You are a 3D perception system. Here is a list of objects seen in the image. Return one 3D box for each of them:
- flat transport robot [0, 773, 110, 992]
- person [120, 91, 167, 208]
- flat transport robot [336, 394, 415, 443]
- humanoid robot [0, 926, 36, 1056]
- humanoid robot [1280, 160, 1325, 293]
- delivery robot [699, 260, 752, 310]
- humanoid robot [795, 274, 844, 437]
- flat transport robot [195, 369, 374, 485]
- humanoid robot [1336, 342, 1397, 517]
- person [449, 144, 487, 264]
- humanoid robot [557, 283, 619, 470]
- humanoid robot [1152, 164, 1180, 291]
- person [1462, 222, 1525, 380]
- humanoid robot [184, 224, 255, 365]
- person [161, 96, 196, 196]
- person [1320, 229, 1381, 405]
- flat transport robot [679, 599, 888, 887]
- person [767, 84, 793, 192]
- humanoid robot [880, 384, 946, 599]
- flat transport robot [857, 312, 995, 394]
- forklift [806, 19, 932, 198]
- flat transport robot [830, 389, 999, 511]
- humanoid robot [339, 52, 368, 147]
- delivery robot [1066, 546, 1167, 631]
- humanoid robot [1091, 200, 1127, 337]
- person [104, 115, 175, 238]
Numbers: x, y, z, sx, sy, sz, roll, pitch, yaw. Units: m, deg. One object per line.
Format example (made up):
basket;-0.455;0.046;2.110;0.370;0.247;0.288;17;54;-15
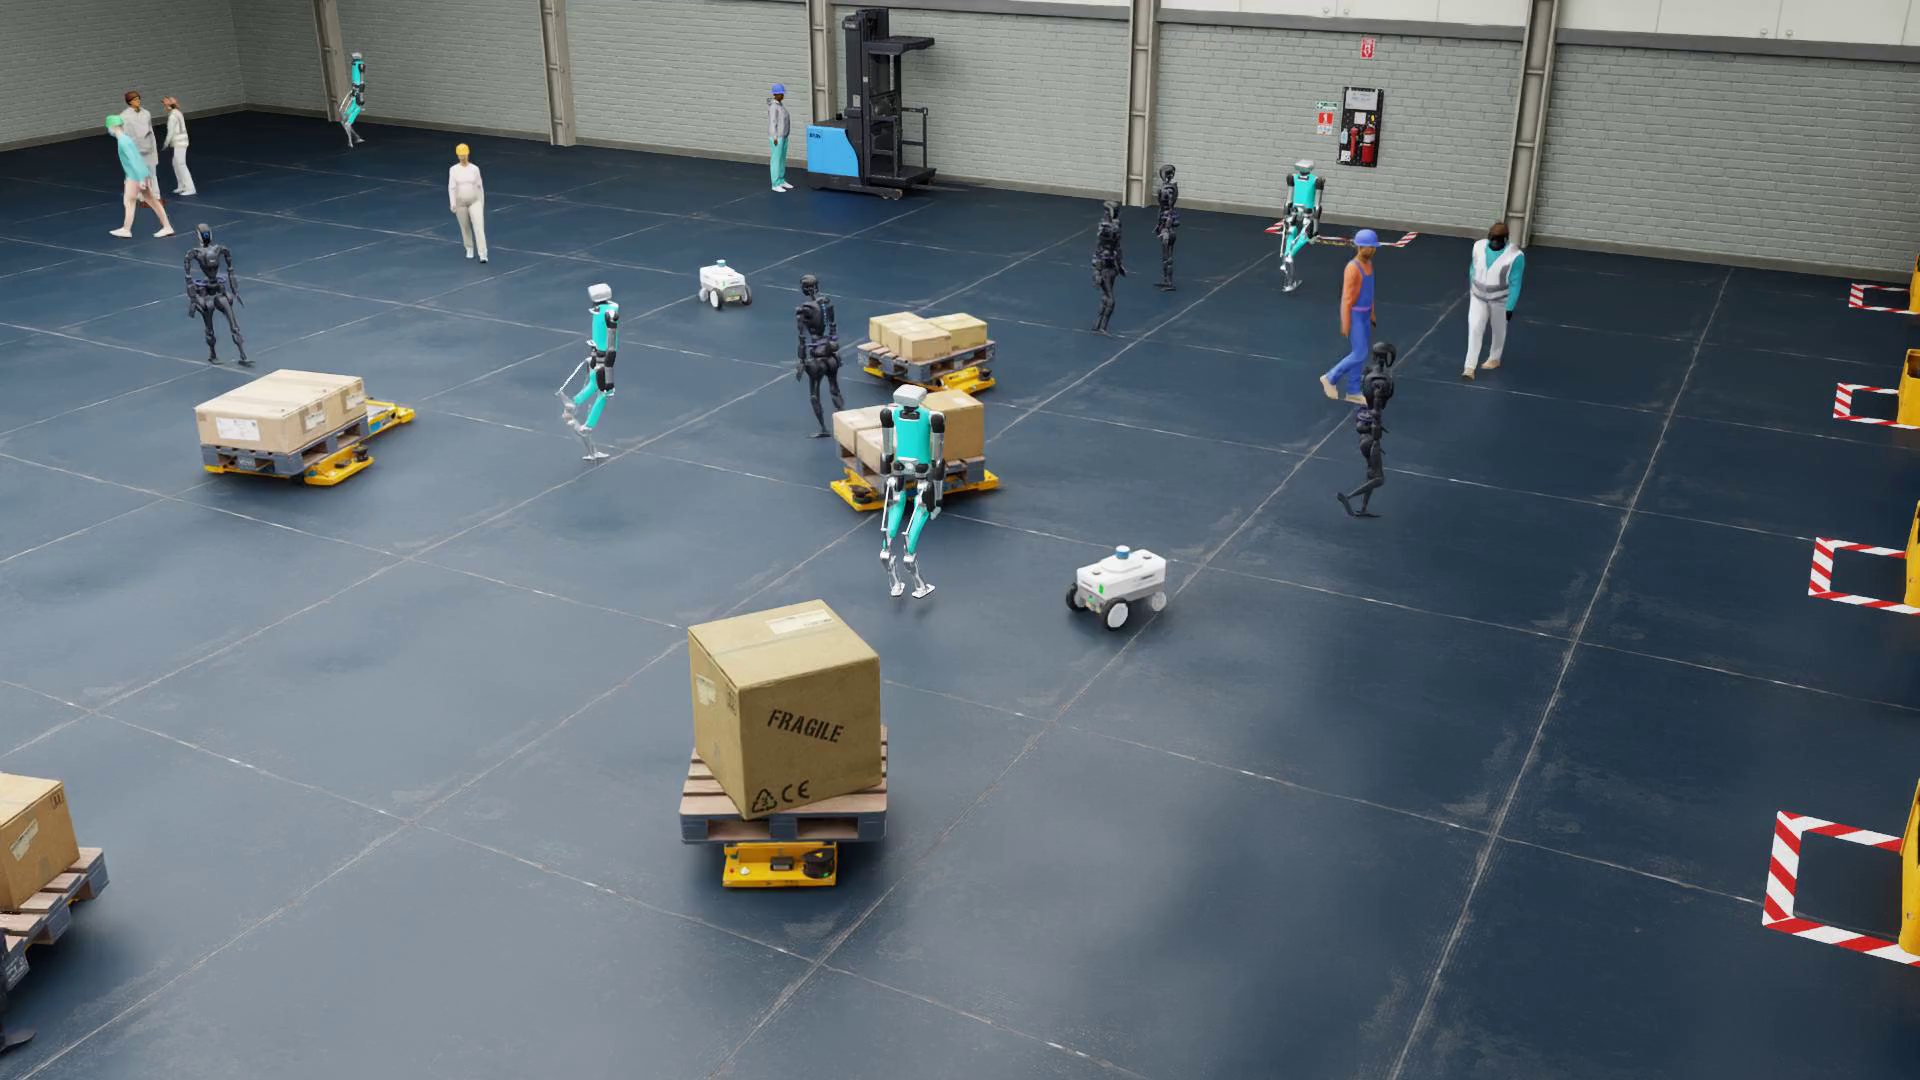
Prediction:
flat transport robot;-5.434;2.190;9.065;0.659;0.231;1.431;1;23;3
person;-13.221;-6.317;26.888;0.365;1.836;0.512;16;28;33
flat transport robot;-6.239;-1.141;16.818;0.659;0.231;1.431;8;25;19
humanoid robot;-4.929;1.815;8.161;0.603;1.656;0.316;14;27;29
humanoid robot;4.361;-4.017;21.663;0.539;1.766;0.922;18;29;36
delivery robot;-3.063;-3.303;21.497;0.522;0.601;0.772;-15;27;-31
humanoid robot;-1.379;-1.846;16.690;0.438;1.640;0.613;16;28;33
flat transport robot;-6.444;-0.782;15.983;1.431;0.231;0.659;7;24;15
humanoid robot;3.591;-0.961;14.618;0.392;1.650;0.608;5;24;11
person;-6.925;-4.728;23.401;0.462;1.654;0.885;-5;24;-13
humanoid robot;-3.569;-1.477;15.865;0.733;1.892;0.537;-11;26;-24
humanoid robot;2.729;-4.135;21.992;0.315;1.653;0.599;-2;23;-4
person;5.907;-2.671;18.483;0.630;1.758;1.014;16;28;32
humanoid robot;-8.440;-2.768;18.845;0.658;1.632;0.610;20;30;38
person;-13.069;-6.552;27.696;0.440;1.622;0.534;-7;24;-16
person;4.191;-2.346;17.562;0.470;1.893;0.523;15;28;31
flat transport robot;-1.050;1.667;10.281;0.659;0.231;1.431;-1;23;-1
person;-3.055;-6.796;28.075;0.359;1.777;0.541;6;24;13
humanoid robot;-0.440;-0.315;12.866;0.533;1.677;0.735;8;24;18
flat transport robot;-0.358;-1.882;18.545;1.431;0.231;0.659;21;31;40
forklift;-1.573;-7.292;27.850;1.873;2.768;1.129;12;26;25
flat transport robot;-0.444;-0.580;15.513;1.431;0.231;0.659;-11;26;-24
humanoid robot;-11.749;-8.400;31.976;0.793;1.865;0.538;-15;27;-30
delivery robot;1.255;0.336;13.002;0.777;0.581;0.499;-16;28;-32
humanoid robot;1.788;-3.281;20.031;0.452;1.643;0.614;15;27;31
person;-12.347;-5.403;24.790;0.959;1.797;0.517;-4;24;-9
